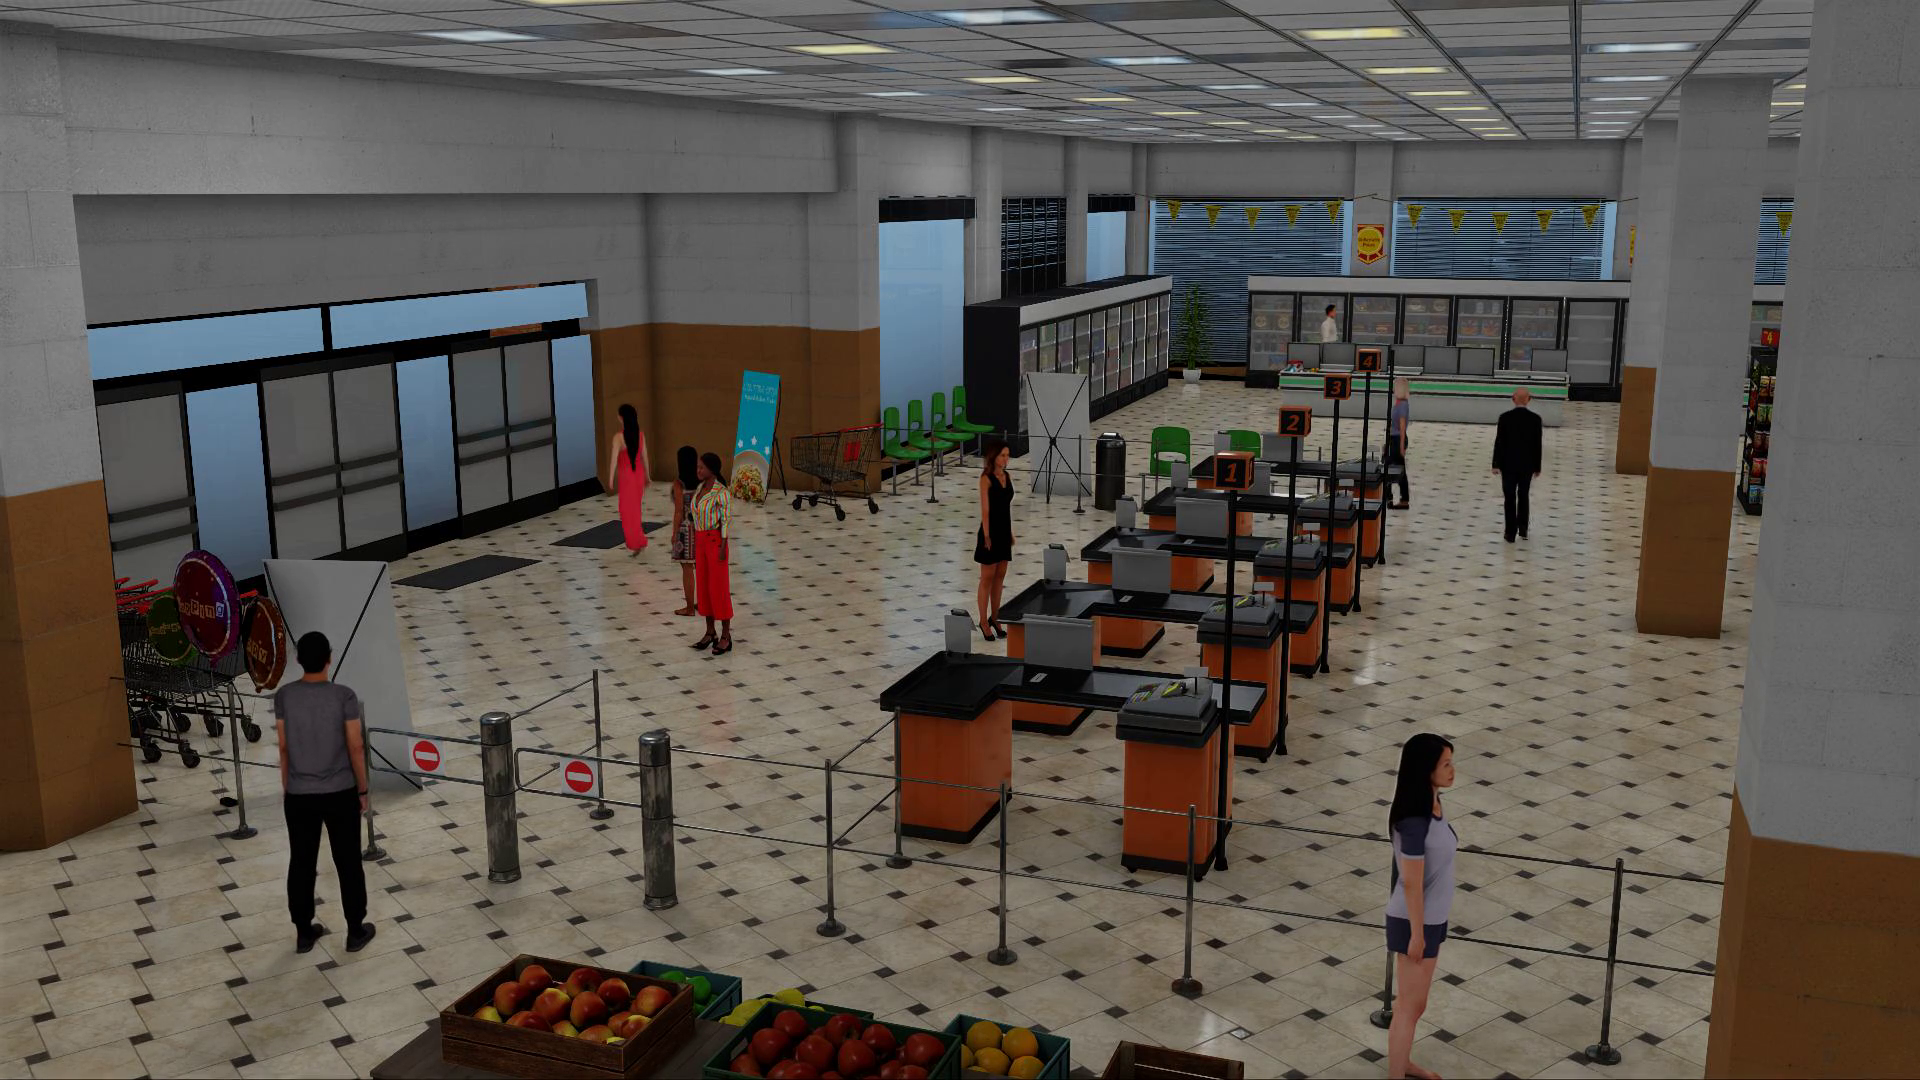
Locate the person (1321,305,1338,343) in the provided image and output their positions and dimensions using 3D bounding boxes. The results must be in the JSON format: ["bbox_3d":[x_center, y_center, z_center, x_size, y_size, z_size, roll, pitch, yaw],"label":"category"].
[{"bbox_3d":[7.278,-3.774,33.127,1.062,1.790,0.656,4,13,20],"label":"person"}]

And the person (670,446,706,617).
[{"bbox_3d":[-2.592,-0.097,16.012,0.606,1.645,0.695,8,14,32],"label":"person"}]

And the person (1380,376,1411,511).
[{"bbox_3d":[5.661,-1.217,21.183,0.667,1.707,0.593,4,12,18],"label":"person"}]

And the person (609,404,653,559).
[{"bbox_3d":[-3.588,-0.637,18.417,0.877,1.710,0.767,10,16,40],"label":"person"}]

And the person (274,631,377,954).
[{"bbox_3d":[-3.421,1.347,8.900,0.624,1.751,0.739,-1,12,-6],"label":"person"}]

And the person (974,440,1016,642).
[{"bbox_3d":[0.319,-0.004,15.114,0.623,1.834,0.644,9,15,37],"label":"person"}]

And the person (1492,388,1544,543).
[{"bbox_3d":[6.463,-0.853,19.256,0.626,1.788,0.784,2,12,8],"label":"person"}]

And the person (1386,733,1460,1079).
[{"bbox_3d":[2.056,1.677,7.443,0.518,1.706,0.595,5,13,21],"label":"person"}]

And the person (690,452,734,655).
[{"bbox_3d":[-2.185,0.114,14.653,0.588,1.793,0.722,10,16,41],"label":"person"}]
